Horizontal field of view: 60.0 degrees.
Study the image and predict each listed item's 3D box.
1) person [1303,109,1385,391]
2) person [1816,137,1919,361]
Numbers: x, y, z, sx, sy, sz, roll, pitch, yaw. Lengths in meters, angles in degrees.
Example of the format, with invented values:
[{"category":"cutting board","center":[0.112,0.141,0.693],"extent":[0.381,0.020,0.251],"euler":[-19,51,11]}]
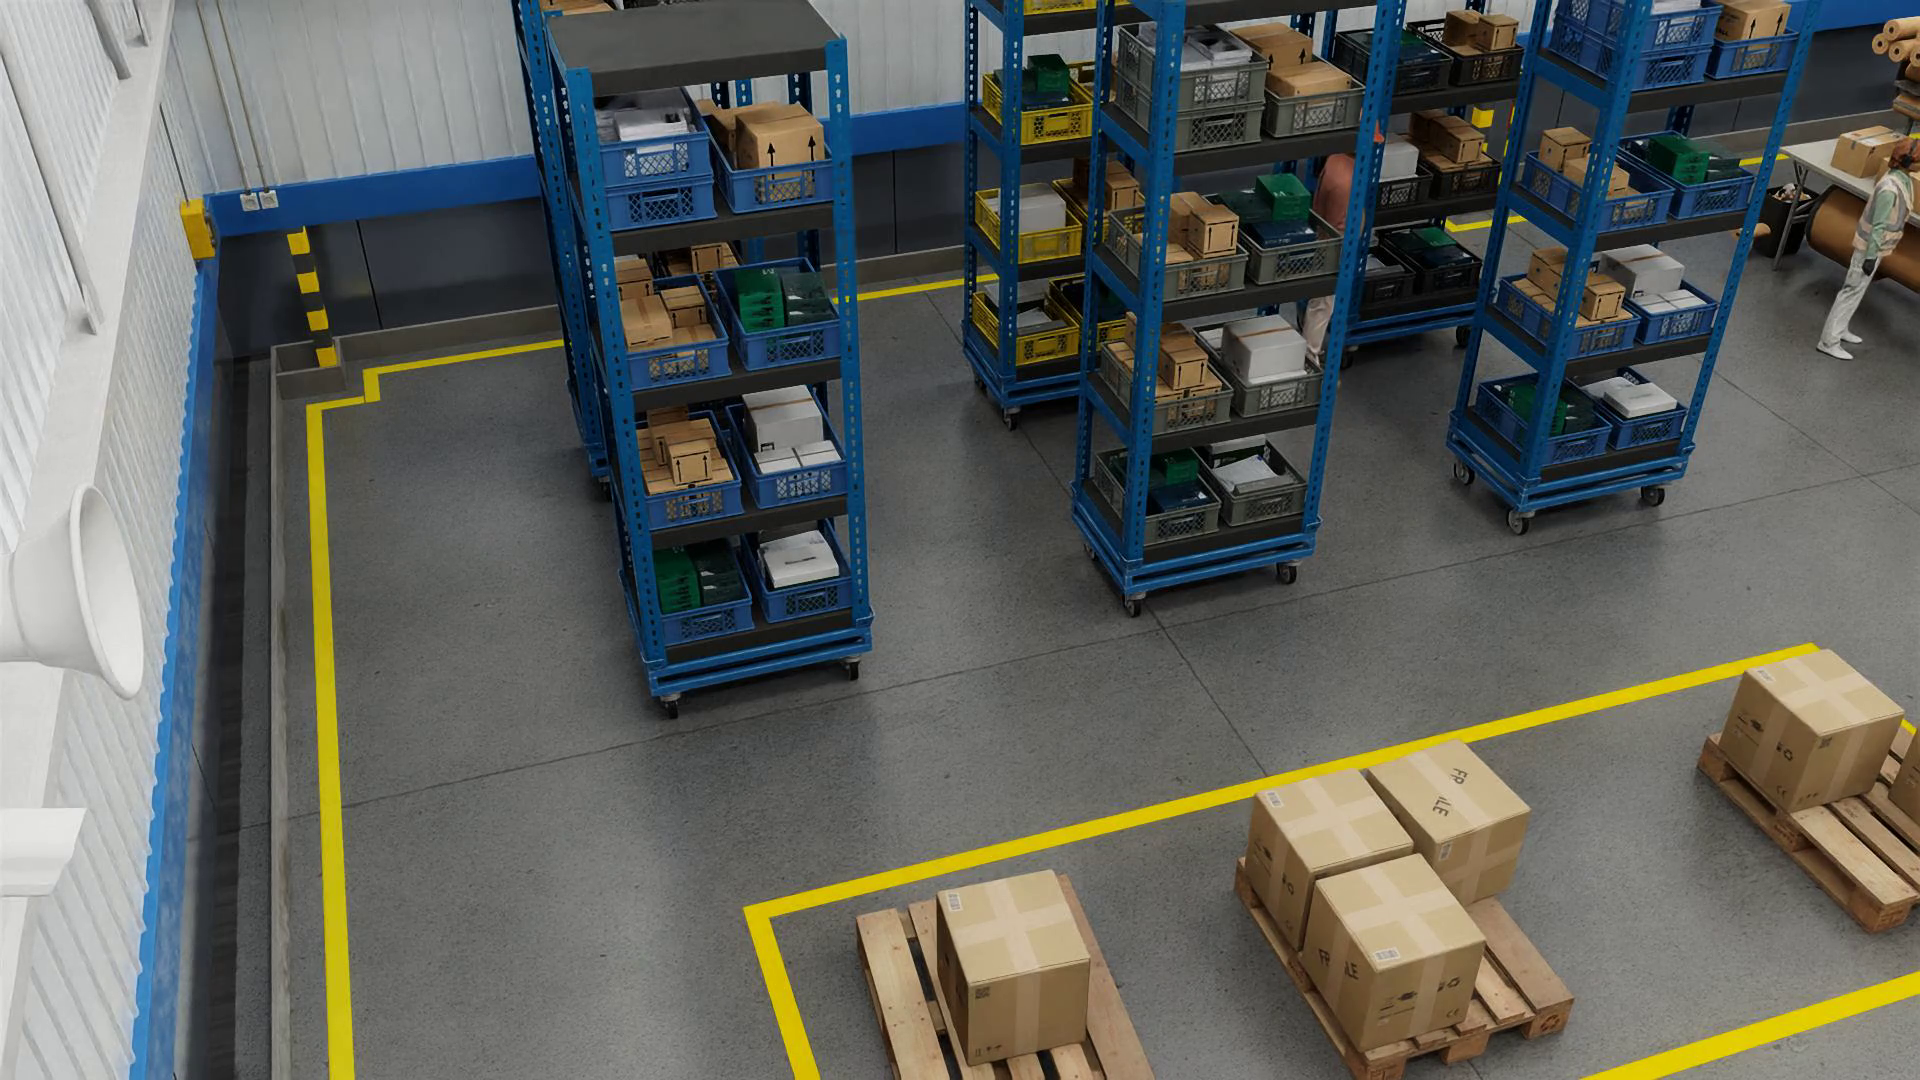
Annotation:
[{"category":"person","center":[2.582,-1.981,11.366],"extent":[0.405,1.985,0.619],"euler":[7,36,9]},{"category":"person","center":[6.483,-2.069,11.792],"extent":[0.312,1.632,0.514],"euler":[23,41,29]}]
